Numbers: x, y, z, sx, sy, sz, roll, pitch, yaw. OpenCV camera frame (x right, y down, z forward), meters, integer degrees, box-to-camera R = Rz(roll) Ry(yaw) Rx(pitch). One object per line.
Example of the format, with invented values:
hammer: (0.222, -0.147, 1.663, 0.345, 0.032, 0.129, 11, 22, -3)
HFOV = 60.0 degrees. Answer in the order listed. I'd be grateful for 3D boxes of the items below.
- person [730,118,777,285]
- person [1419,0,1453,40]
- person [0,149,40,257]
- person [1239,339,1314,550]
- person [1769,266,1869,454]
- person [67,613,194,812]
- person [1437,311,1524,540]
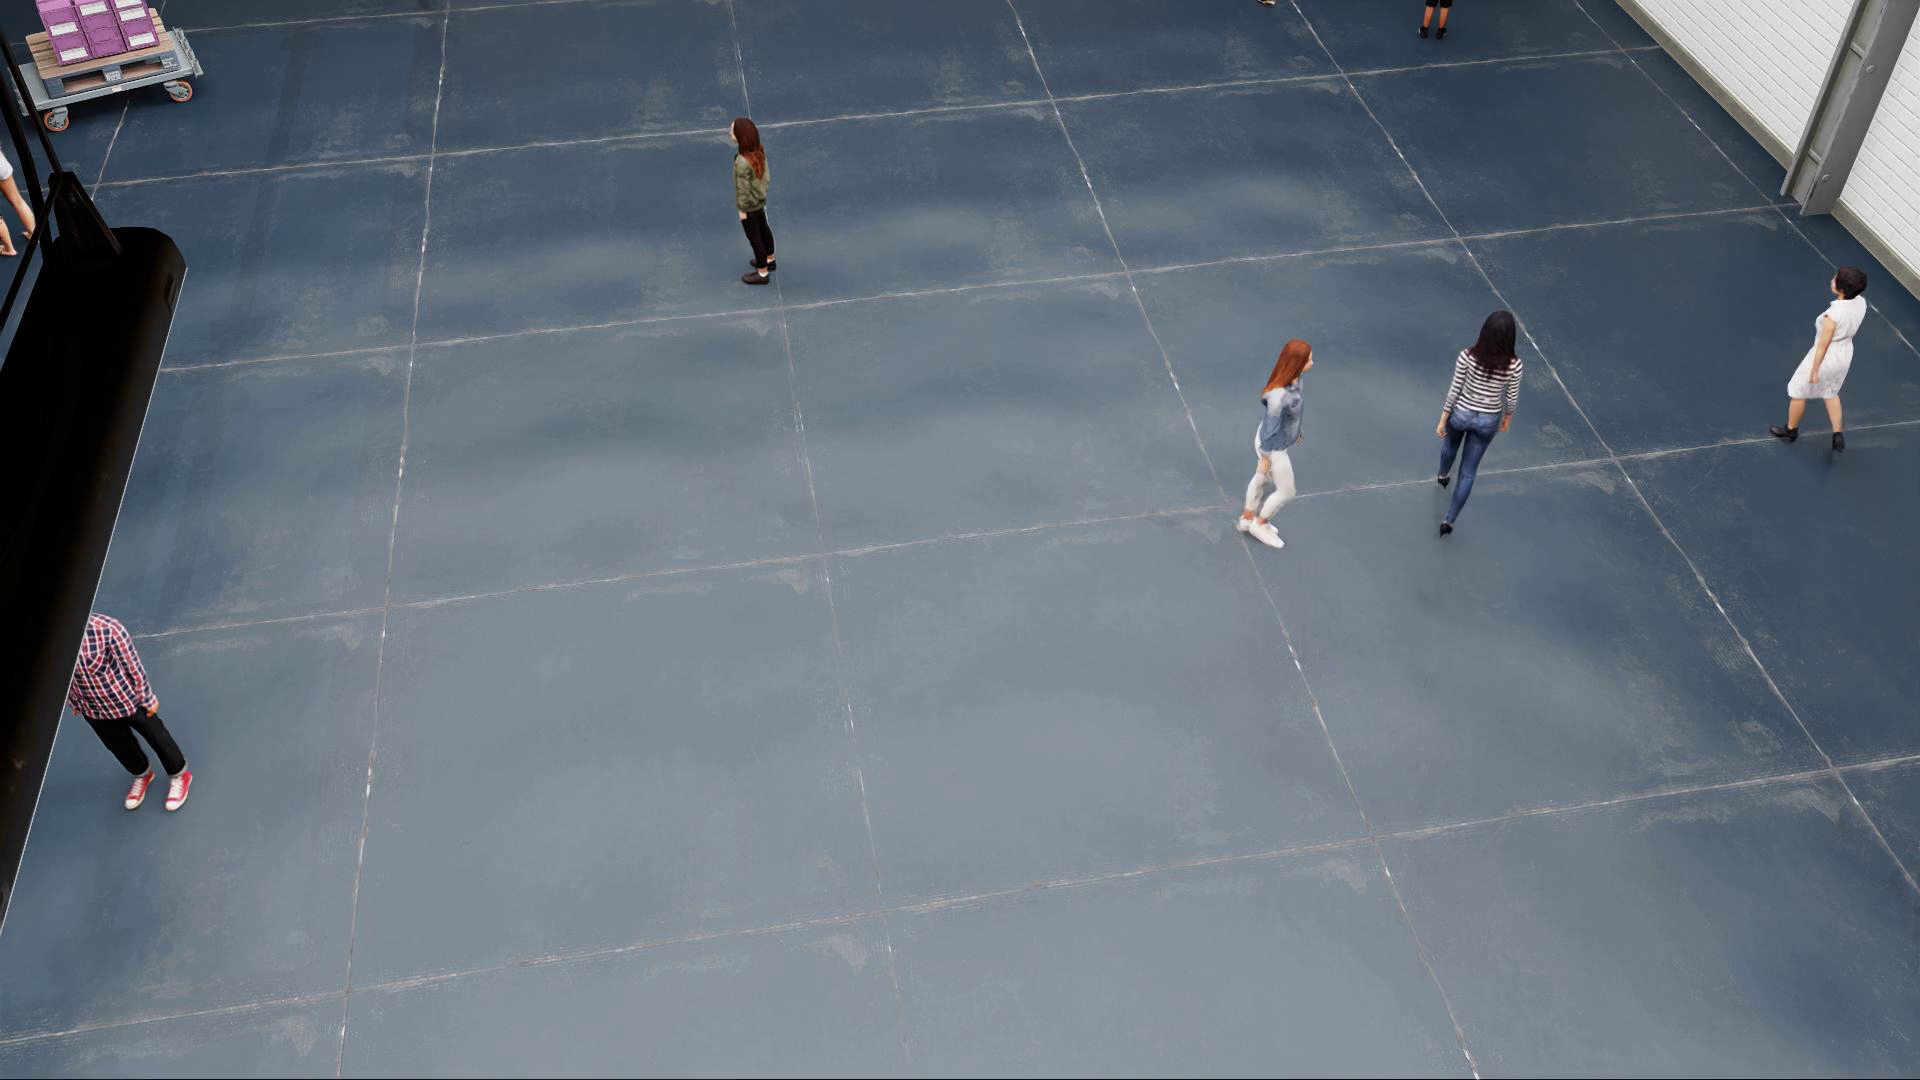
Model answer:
person: (-1.702, -2.804, 13.689, 0.697, 1.474, 0.548, 8, 44, 8)
person: (4.909, -5.712, 16.895, 0.562, 1.263, 0.594, 11, 45, 11)
person: (-8.186, -3.140, 13.945, 0.705, 1.610, 0.647, 25, 49, 24)
person: (2.053, -0.675, 11.299, 0.810, 1.690, 0.712, 16, 46, 16)
person: (6.324, -1.270, 12.039, 0.709, 1.529, 0.846, -18, 46, -18)
person: (-4.889, 0.889, 9.607, 0.695, 1.759, 0.620, -3, 44, -3)
person: (3.467, -0.718, 11.293, 0.897, 1.761, 1.070, 12, 45, 13)
